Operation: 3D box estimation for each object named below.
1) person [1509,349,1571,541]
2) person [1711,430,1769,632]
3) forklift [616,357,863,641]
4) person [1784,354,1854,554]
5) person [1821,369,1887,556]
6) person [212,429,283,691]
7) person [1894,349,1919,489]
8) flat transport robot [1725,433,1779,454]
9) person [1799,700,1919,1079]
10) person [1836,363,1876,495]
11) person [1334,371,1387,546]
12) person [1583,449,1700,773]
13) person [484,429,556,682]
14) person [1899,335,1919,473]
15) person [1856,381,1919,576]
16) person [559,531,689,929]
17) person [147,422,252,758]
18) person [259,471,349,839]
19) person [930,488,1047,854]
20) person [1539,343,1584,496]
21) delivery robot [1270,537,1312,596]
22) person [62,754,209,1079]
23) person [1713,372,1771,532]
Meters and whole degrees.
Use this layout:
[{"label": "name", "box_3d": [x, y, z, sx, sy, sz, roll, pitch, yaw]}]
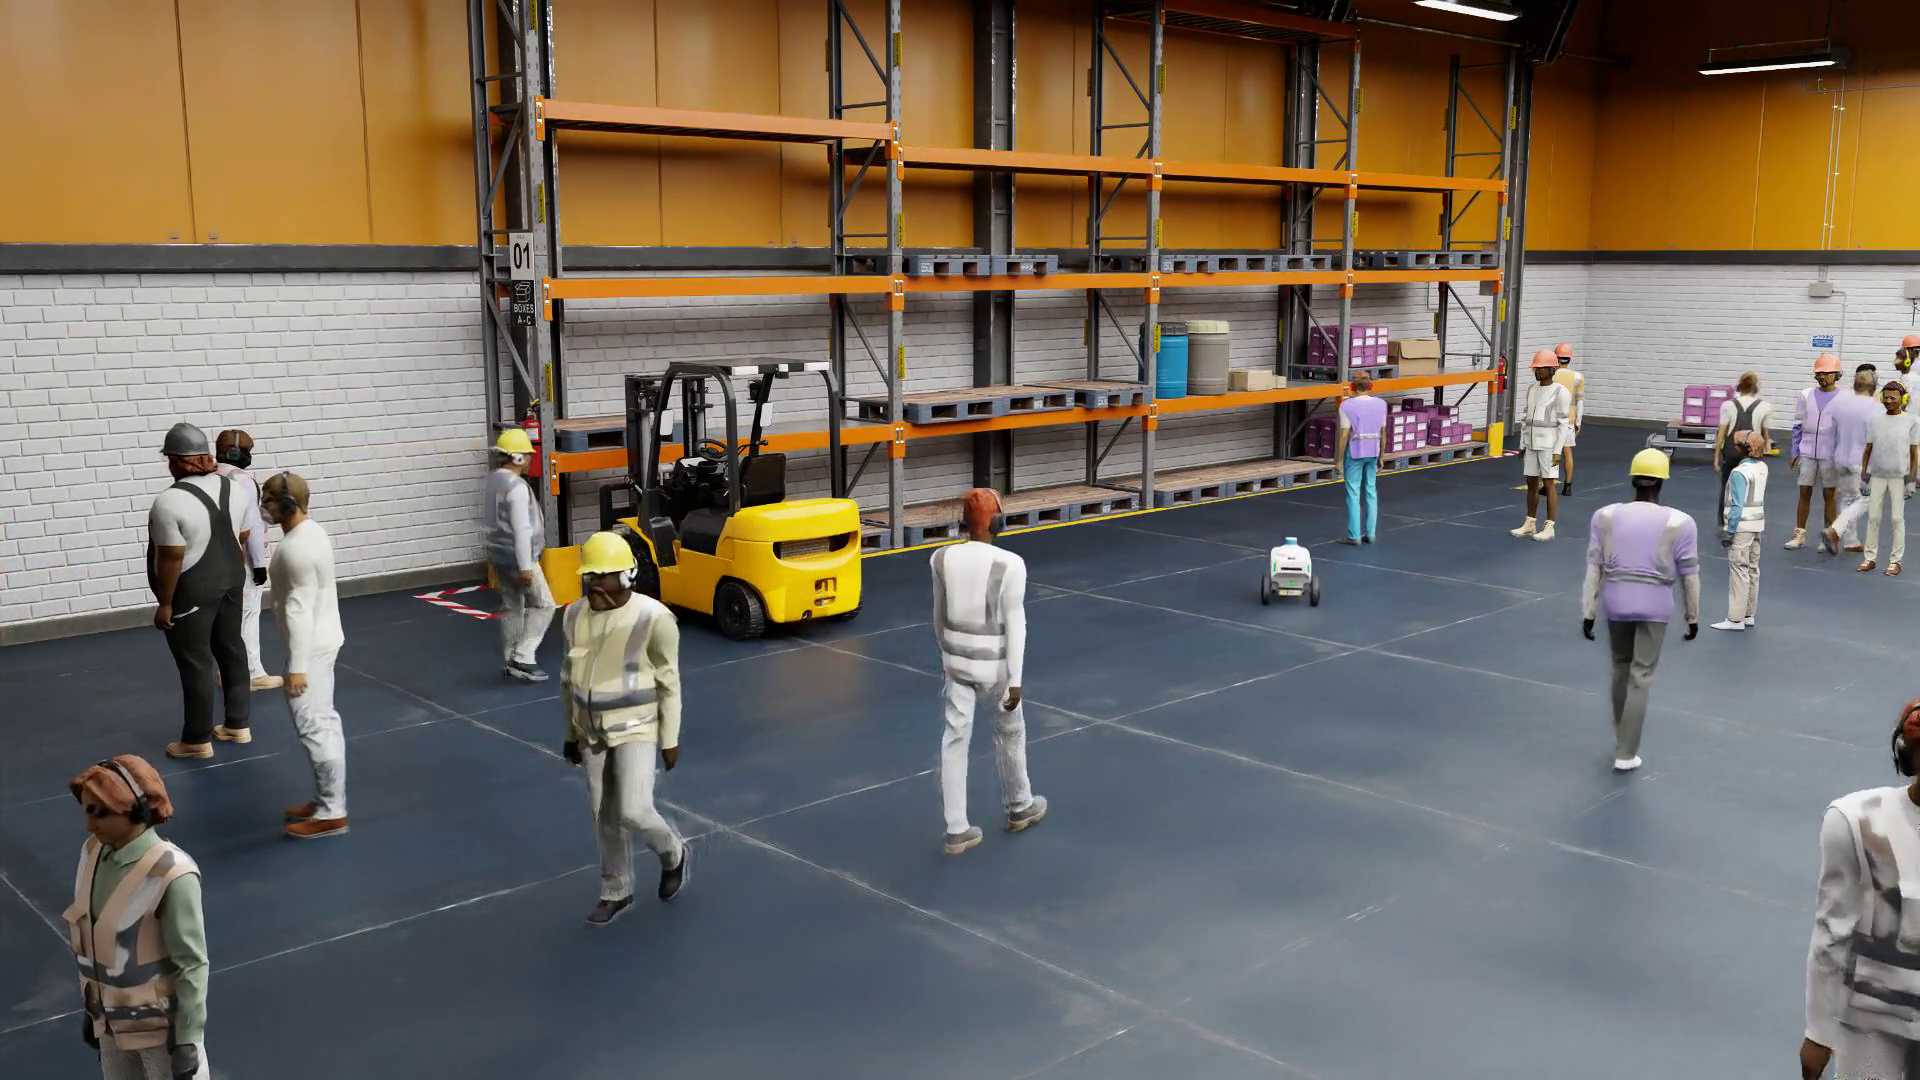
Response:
[{"label": "person", "box_3d": [6.218, -1.013, 17.805, 0.370, 2.044, 0.608, -5, 11, -26]}, {"label": "person", "box_3d": [6.359, -0.077, 13.501, 0.514, 1.641, 0.308, -9, 13, -43]}, {"label": "forklift", "box_3d": [-1.847, -0.414, 13.852, 1.214, 2.155, 2.313, -9, 13, -42]}, {"label": "person", "box_3d": [8.823, -0.884, 17.047, 0.377, 2.045, 0.605, -9, 13, -44]}, {"label": "person", "box_3d": [8.958, -0.756, 16.705, 0.745, 1.916, 0.637, -5, 11, -25]}, {"label": "person", "box_3d": [-5.064, 0.140, 11.666, 0.634, 1.834, 0.429, 6, 12, 33]}, {"label": "person", "box_3d": [12.221, -1.567, 21.710, 0.948, 1.822, 0.510, 2, 10, 13]}, {"label": "flat transport robot", "box_3d": [12.161, -1.509, 25.890, 0.652, 0.197, 1.431, 1, 10, 7]}, {"label": "person", "box_3d": [2.628, 1.319, 4.651, 0.674, 1.880, 0.429, 0, 10, -2]}, {"label": "person", "box_3d": [11.388, -1.398, 21.102, 0.536, 1.693, 0.319, -5, 11, -28]}, {"label": "person", "box_3d": [4.220, -0.836, 17.462, 0.606, 1.855, 0.470, -4, 10, -21]}, {"label": "person", "box_3d": [4.105, 0.396, 9.969, 0.612, 1.894, 0.883, 7, 12, 36]}, {"label": "person", "box_3d": [-3.133, 0.119, 11.815, 0.451, 1.819, 0.627, -7, 12, -35]}, {"label": "person", "box_3d": [13.345, -1.912, 23.398, 0.542, 1.930, 0.374, -8, 13, -39]}, {"label": "person", "box_3d": [8.865, -0.589, 15.877, 0.501, 1.861, 0.328, 9, 13, 44]}, {"label": "person", "box_3d": [-1.534, 0.849, 7.556, 0.592, 1.822, 0.470, 5, 11, 25]}, {"label": "person", "box_3d": [-4.674, 0.297, 10.137, 0.535, 2.000, 0.674, 4, 10, 20]}, {"label": "person", "box_3d": [-3.433, 0.595, 8.742, 0.371, 1.931, 0.625, -3, 10, -17]}, {"label": "person", "box_3d": [0.158, 0.643, 8.637, 0.595, 1.850, 0.877, 6, 11, 31]}, {"label": "person", "box_3d": [7.587, -1.519, 21.073, 0.552, 1.935, 0.368, 1, 10, 5]}, {"label": "delivery robot", "box_3d": [2.913, 0.221, 14.654, 0.477, 0.478, 0.707, 2, 10, 10]}, {"label": "person", "box_3d": [-2.355, 1.408, 4.810, 0.514, 1.640, 0.310, 6, 11, 30]}, {"label": "person", "box_3d": [8.392, -0.900, 17.865, 0.508, 1.786, 0.991, 5, 11, 27]}]
